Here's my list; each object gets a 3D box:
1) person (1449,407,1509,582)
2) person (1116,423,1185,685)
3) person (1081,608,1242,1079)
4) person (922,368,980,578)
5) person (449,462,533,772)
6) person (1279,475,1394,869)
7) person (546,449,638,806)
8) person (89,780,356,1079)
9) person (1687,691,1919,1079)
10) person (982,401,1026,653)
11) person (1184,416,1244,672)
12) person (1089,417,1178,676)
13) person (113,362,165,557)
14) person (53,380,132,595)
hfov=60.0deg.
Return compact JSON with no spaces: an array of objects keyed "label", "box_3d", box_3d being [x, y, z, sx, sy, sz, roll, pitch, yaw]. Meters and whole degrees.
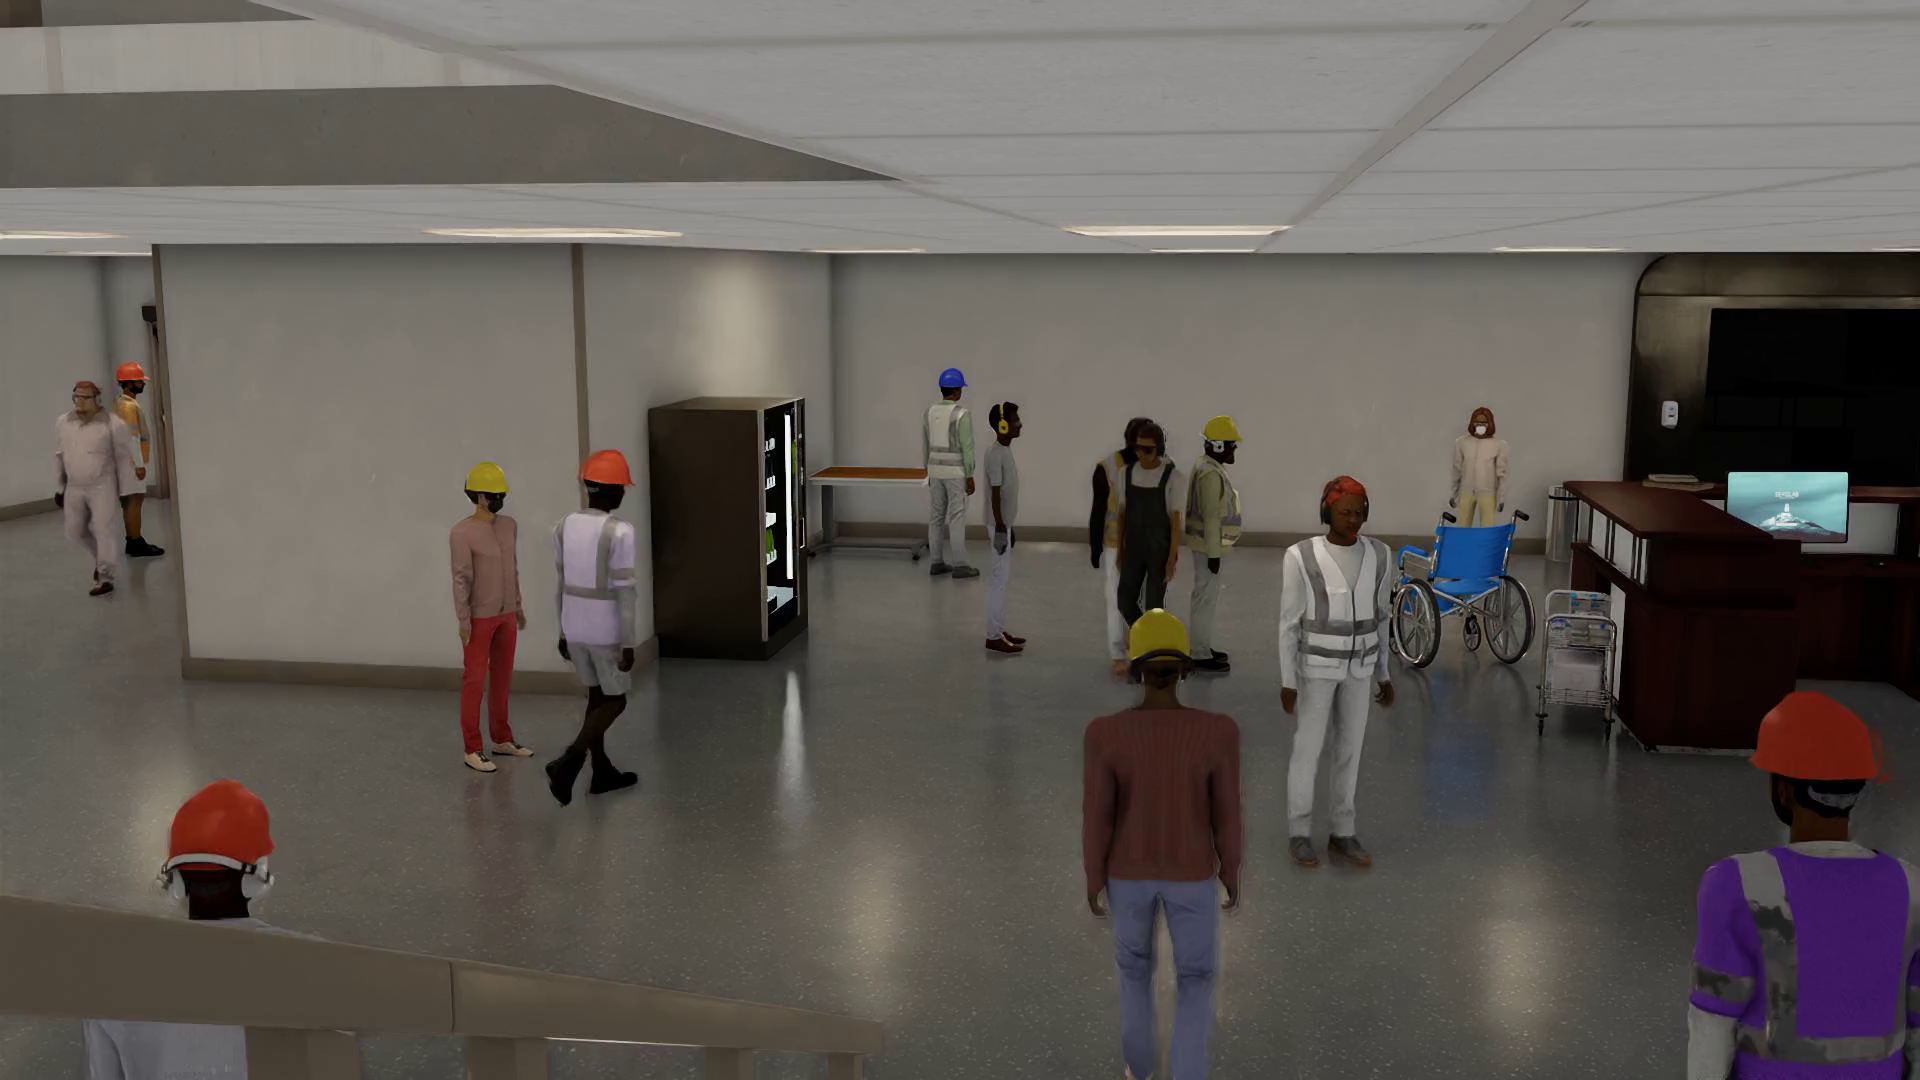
[{"label":"person","box_3d":[4.693,-0.393,15.058,0.504,1.628,0.285,6,11,31]},{"label":"person","box_3d":[1.303,0.089,11.459,0.514,1.822,0.443,5,10,28]},{"label":"person","box_3d":[0.656,1.098,5.457,0.531,1.744,0.721,1,9,7]},{"label":"person","box_3d":[-0.090,-0.618,15.441,0.602,1.948,0.385,8,12,42]},{"label":"person","box_3d":[-2.683,0.429,9.541,0.312,1.767,0.533,4,10,25]},{"label":"person","box_3d":[1.794,0.629,7.955,0.584,1.885,0.338,-3,10,-17]},{"label":"person","box_3d":[-1.983,0.482,8.805,0.572,1.910,0.703,6,11,31]},{"label":"person","box_3d":[-1.624,1.386,3.726,0.574,1.736,0.475,-2,10,-14]},{"label":"person","box_3d":[1.912,1.313,3.660,0.561,1.912,0.718,-1,9,-6]},{"label":"person","box_3d":[0.335,-0.100,12.472,0.326,1.876,0.518,1,9,7]},{"label":"person","box_3d":[1.805,0.024,11.881,0.404,1.825,0.595,1,9,5]},{"label":"person","box_3d":[1.225,0.019,11.889,0.653,1.828,0.649,-2,9,-12]},{"label":"person","box_3d":[-8.230,-0.804,16.613,0.361,1.939,0.543,-6,11,-34]},{"label":"person","box_3d":[-7.654,-0.476,14.726,0.661,1.891,0.538,0,9,2]}]
